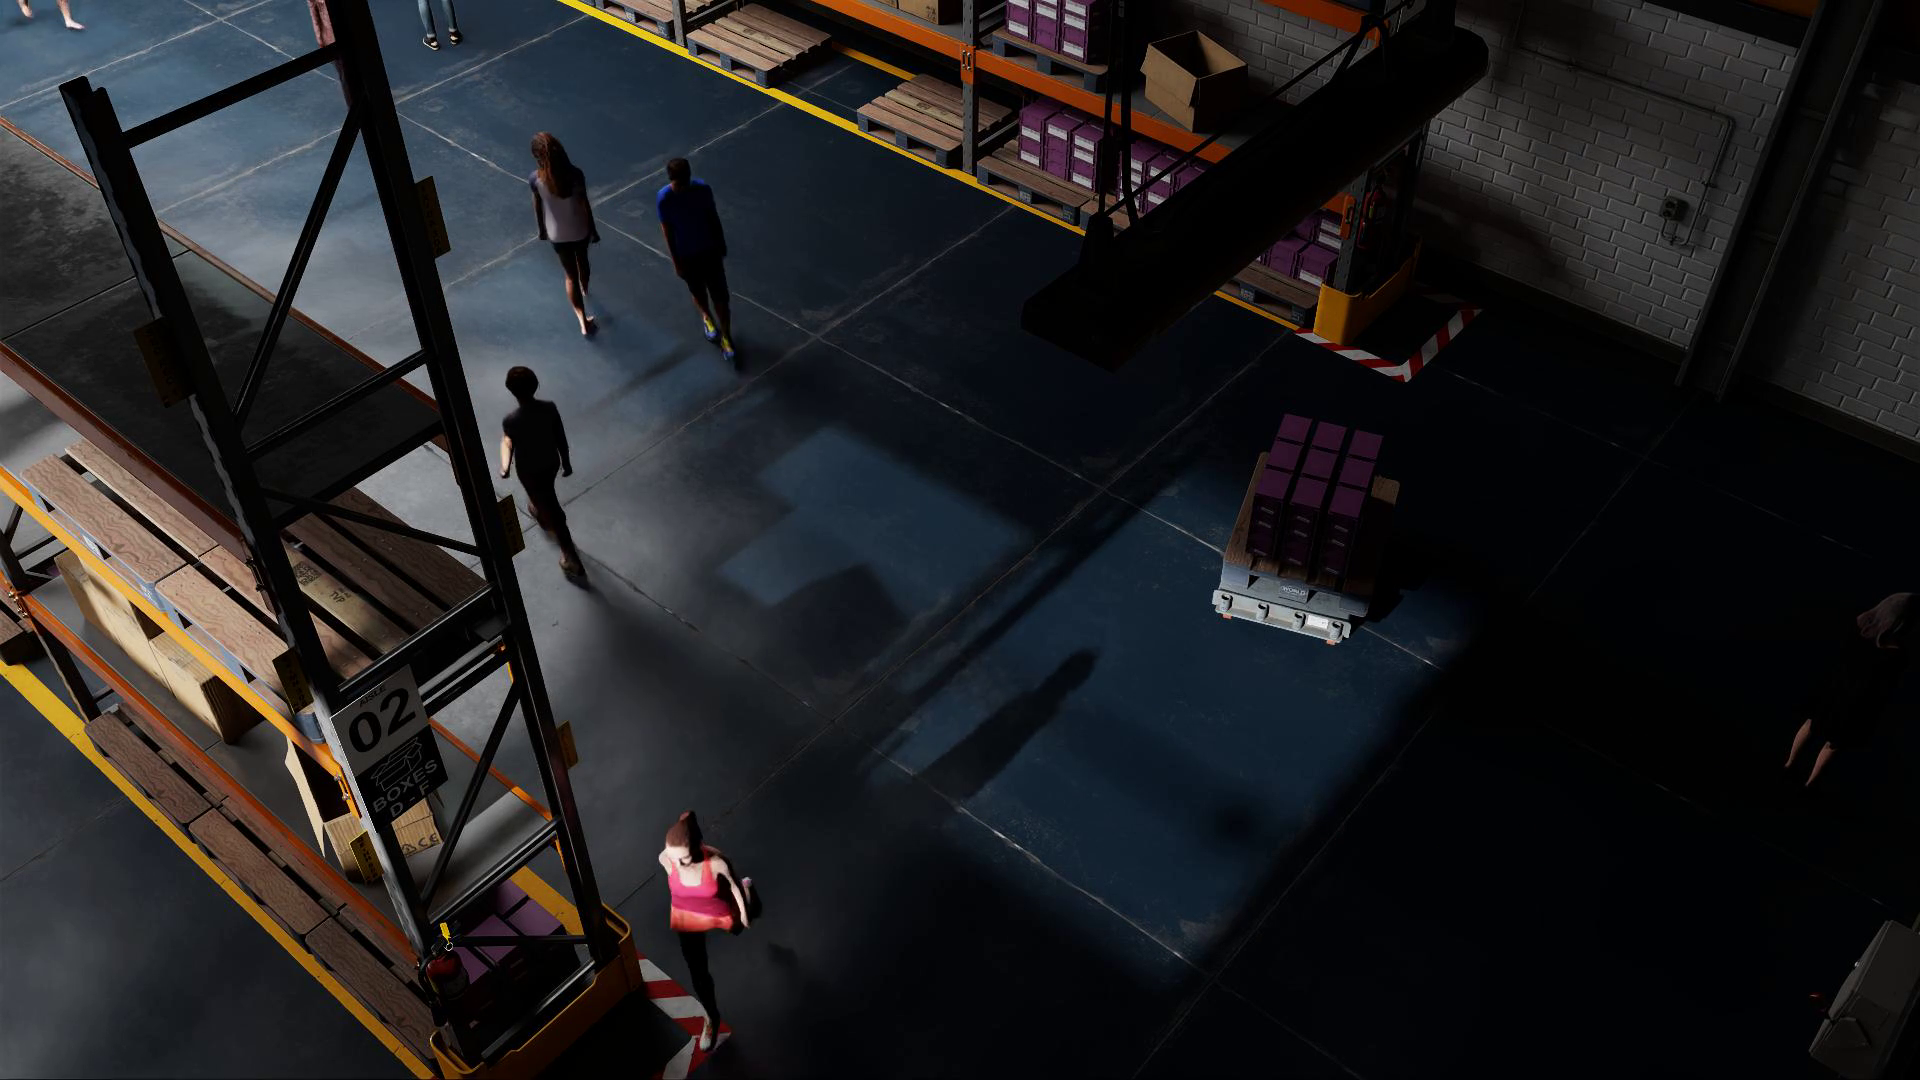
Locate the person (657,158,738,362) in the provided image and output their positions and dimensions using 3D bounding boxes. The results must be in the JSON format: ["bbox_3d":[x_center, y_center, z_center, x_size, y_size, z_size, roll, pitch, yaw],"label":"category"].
[{"bbox_3d":[-2.138,-2.387,13.418,0.945,1.821,1.030,-12,45,-13],"label":"person"}]

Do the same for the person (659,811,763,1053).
[{"bbox_3d":[-1.341,1.918,8.991,1.203,1.694,1.138,2,44,2],"label":"person"}]

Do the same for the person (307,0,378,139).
[{"bbox_3d":[-5.938,-4.871,16.050,1.031,1.788,1.289,-19,47,-19],"label":"person"}]

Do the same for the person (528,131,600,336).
[{"bbox_3d":[-3.178,-2.452,13.594,0.976,1.673,1.105,-7,44,-7],"label":"person"}]

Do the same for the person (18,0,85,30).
[{"bbox_3d":[-9.838,-6.179,17.498,0.993,1.685,0.764,15,46,15],"label":"person"}]

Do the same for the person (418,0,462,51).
[{"bbox_3d":[-5.553,-5.992,17.205,0.737,1.819,0.679,-21,47,-20],"label":"person"}]

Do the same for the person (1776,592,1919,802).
[{"bbox_3d":[5.342,0.939,9.982,0.748,1.745,0.640,-17,46,-17],"label":"person"}]

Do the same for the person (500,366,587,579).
[{"bbox_3d":[-2.872,-0.431,11.521,0.713,1.607,1.157,-31,51,-28],"label":"person"}]
